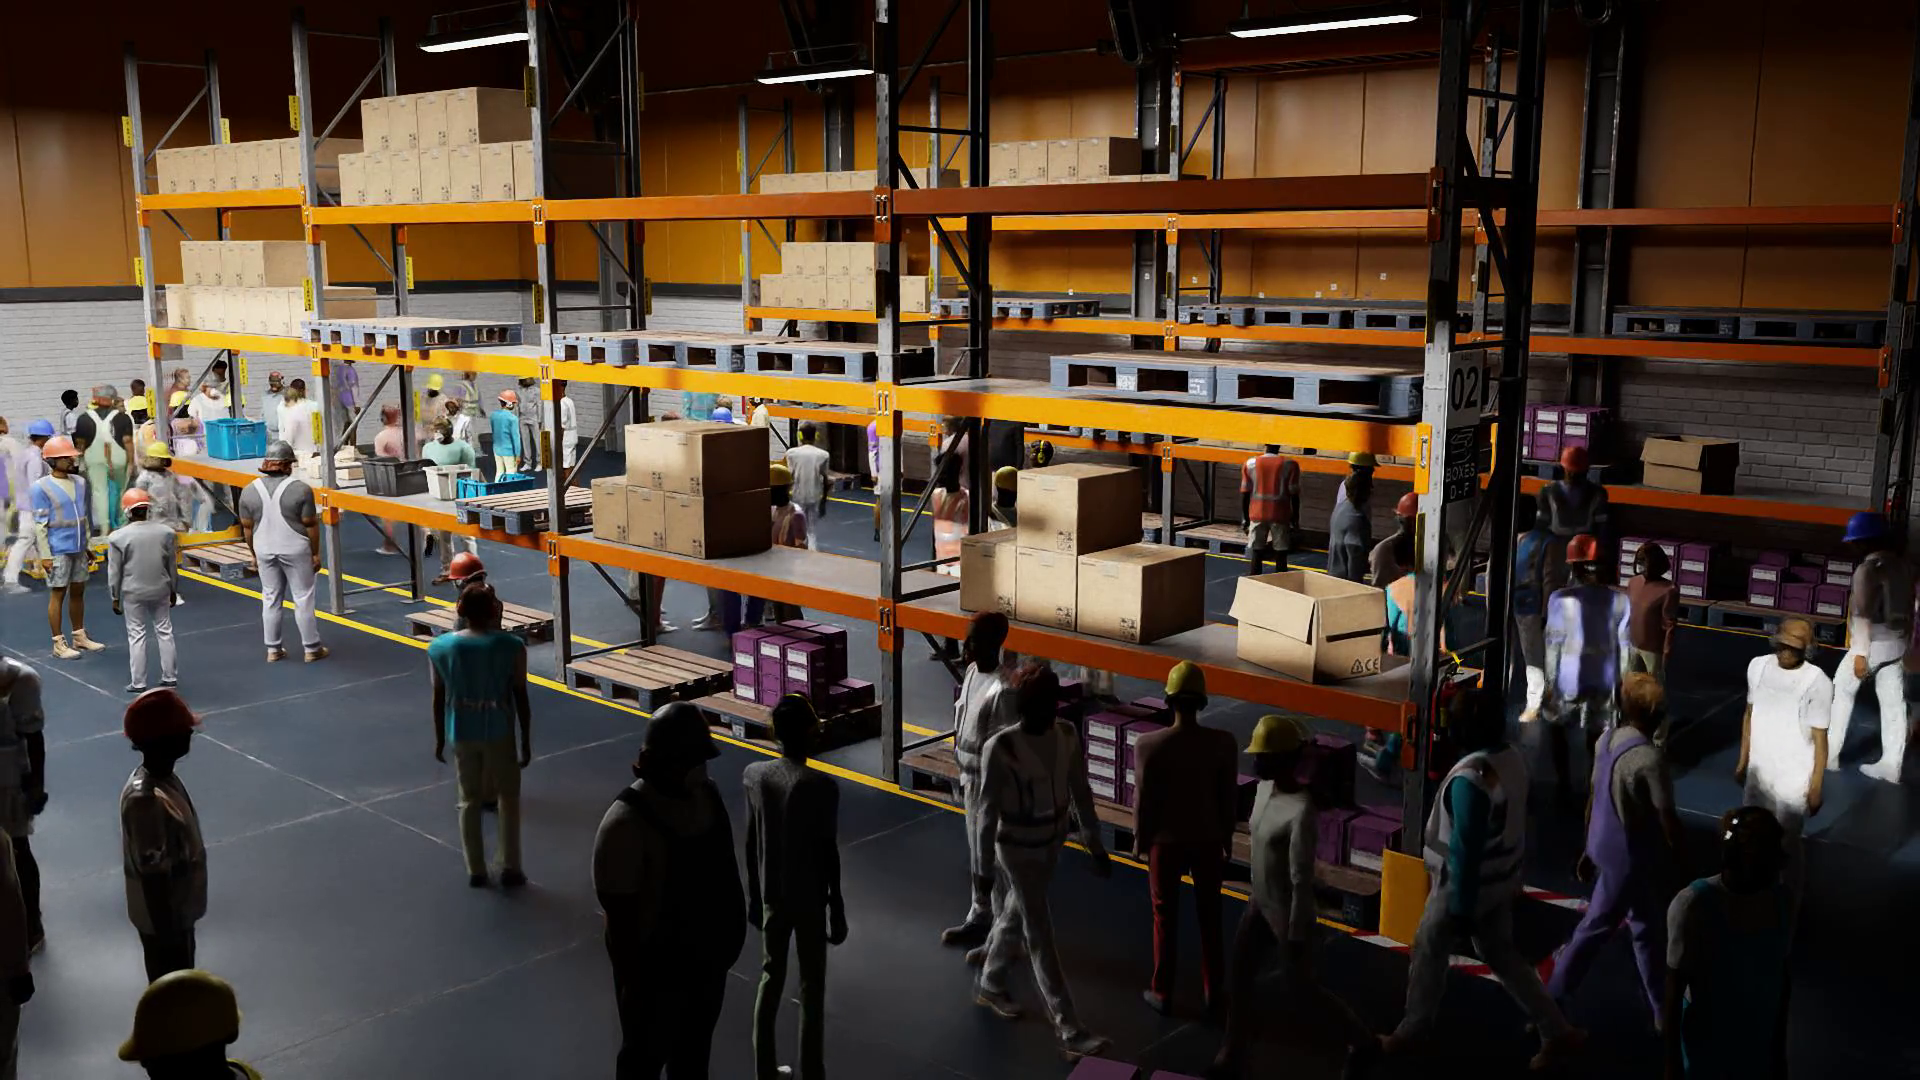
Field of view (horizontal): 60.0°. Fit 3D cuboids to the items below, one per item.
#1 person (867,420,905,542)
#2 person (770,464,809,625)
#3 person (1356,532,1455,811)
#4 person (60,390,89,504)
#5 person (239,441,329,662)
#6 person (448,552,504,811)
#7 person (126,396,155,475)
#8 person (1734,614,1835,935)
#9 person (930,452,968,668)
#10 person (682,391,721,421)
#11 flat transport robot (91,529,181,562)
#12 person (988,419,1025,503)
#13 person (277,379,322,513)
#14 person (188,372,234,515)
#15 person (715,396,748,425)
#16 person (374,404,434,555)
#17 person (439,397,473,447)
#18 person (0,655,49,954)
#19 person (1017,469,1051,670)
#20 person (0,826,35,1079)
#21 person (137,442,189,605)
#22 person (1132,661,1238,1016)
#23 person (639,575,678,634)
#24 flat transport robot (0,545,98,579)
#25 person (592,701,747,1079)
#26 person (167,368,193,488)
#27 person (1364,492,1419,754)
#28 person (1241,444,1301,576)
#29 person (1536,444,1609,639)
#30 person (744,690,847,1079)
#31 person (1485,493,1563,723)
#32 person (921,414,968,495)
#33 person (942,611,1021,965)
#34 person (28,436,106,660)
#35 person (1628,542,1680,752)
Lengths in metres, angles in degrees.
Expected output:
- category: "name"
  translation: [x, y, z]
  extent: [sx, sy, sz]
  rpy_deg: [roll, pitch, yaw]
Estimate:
- category: "person"
  translation: [-0.921, -0.912, 21.194]
  extent: [0.387, 1.924, 0.549]
  rpy_deg: [9, 14, 43]
- category: "person"
  translation: [-1.522, 0.304, 14.296]
  extent: [0.384, 1.924, 0.593]
  rpy_deg: [-6, 12, -32]
- category: "person"
  translation: [3.020, 0.866, 11.305]
  extent: [0.591, 1.861, 0.958]
  rpy_deg: [-7, 12, -36]
- category: "person"
  translation: [-12.987, -1.355, 24.342]
  extent: [0.318, 1.690, 0.531]
  rpy_deg: [-7, 12, -36]
- category: "person"
  translation: [-6.126, 0.096, 15.147]
  extent: [0.672, 2.000, 0.536]
  rpy_deg: [0, 10, 1]
- category: "person"
  translation: [-3.250, 0.945, 11.166]
  extent: [0.339, 1.748, 0.564]
  rpy_deg: [1, 10, 8]
- category: "person"
  translation: [-10.205, -0.858, 20.914]
  extent: [0.399, 1.912, 0.591]
  rpy_deg: [-5, 11, -28]
- category: "person"
  translation: [4.532, 1.269, 9.164]
  extent: [0.411, 1.815, 0.549]
  rpy_deg: [-5, 11, -25]
- category: "person"
  translation: [-0.049, 0.163, 14.998]
  extent: [0.379, 1.957, 0.619]
  rpy_deg: [-9, 13, -41]
- category: "person"
  translation: [-4.121, -1.899, 26.557]
  extent: [0.686, 2.001, 0.604]
  rpy_deg: [-7, 12, -36]
- category: "flat transport robot"
  translation: [-10.168, 0.062, 20.340]
  extent: [0.652, 0.197, 1.431]
  rpy_deg: [9, 14, 42]
- category: "person"
  translation: [0.519, -0.937, 21.118]
  extent: [0.622, 1.994, 0.381]
  rpy_deg: [6, 12, 30]
- category: "person"
  translation: [-9.291, -1.316, 23.490]
  extent: [0.588, 1.915, 0.398]
  rpy_deg: [-3, 10, -15]
- category: "person"
  translation: [-10.489, -1.379, 23.485]
  extent: [0.684, 2.000, 0.575]
  rpy_deg: [-9, 14, -42]
- category: "person"
  translation: [-2.896, -0.814, 20.579]
  extent: [0.635, 1.939, 0.359]
  rpy_deg: [-4, 11, -22]
- category: "person"
  translation: [-6.809, -0.720, 20.218]
  extent: [0.808, 1.884, 0.643]
  rpy_deg: [7, 12, 34]
- category: "person"
  translation: [-7.223, -1.227, 23.767]
  extent: [0.514, 1.639, 0.310]
  rpy_deg: [-3, 10, -15]
- category: "person"
  translation: [-5.158, 1.258, 8.842]
  extent: [0.609, 1.953, 0.394]
  rpy_deg: [1, 10, 7]
- category: "person"
  translation: [0.632, 0.311, 14.395]
  extent: [0.358, 1.880, 0.575]
  rpy_deg: [4, 11, 19]
- category: "person"
  translation: [-3.988, 1.694, 6.676]
  extent: [0.621, 1.845, 0.429]
  rpy_deg: [2, 10, 13]
- category: "person"
  translation: [-8.412, -0.180, 17.589]
  extent: [0.473, 1.735, 0.506]
  rpy_deg: [4, 11, 21]
- category: "person"
  translation: [1.098, 1.464, 8.186]
  extent: [0.526, 1.769, 0.329]
  rpy_deg: [-1, 10, -4]
- category: "person"
  translation: [-2.999, -0.028, 16.235]
  extent: [0.399, 1.906, 0.603]
  rpy_deg: [-6, 12, -31]
- category: "flat transport robot"
  translation: [-10.684, 0.225, 19.422]
  extent: [1.431, 0.197, 0.652]
  rpy_deg: [9, 14, 42]
- category: "person"
  translation: [-1.102, 1.610, 6.589]
  extent: [0.536, 2.000, 0.684]
  rpy_deg: [5, 11, 27]
- category: "person"
  translation: [-12.023, -1.721, 25.852]
  extent: [0.445, 1.887, 0.668]
  rpy_deg: [-1, 10, -7]
- category: "person"
  translation: [3.310, 0.620, 12.355]
  extent: [0.619, 1.986, 0.410]
  rpy_deg: [-5, 11, -28]
- category: "person"
  translation: [3.224, -0.239, 17.255]
  extent: [0.614, 1.962, 0.366]
  rpy_deg: [4, 11, 20]
- category: "person"
  translation: [5.557, 0.110, 15.143]
  extent: [0.645, 2.015, 0.660]
  rpy_deg: [4, 11, 20]
- category: "person"
  translation: [-0.722, 1.579, 7.290]
  extent: [0.506, 1.861, 0.328]
  rpy_deg: [6, 11, 29]
- category: "person"
  translation: [4.466, 0.531, 13.294]
  extent: [0.431, 1.835, 0.623]
  rpy_deg: [-8, 13, -39]
- category: "person"
  translation: [-0.137, -0.550, 19.175]
  extent: [0.537, 1.906, 0.660]
  rpy_deg: [4, 11, 19]
- category: "person"
  translation: [0.136, 1.294, 8.821]
  extent: [0.356, 1.884, 0.574]
  rpy_deg: [-4, 11, -23]
- category: "person"
  translation: [-8.205, 0.067, 15.297]
  extent: [0.368, 2.048, 0.607]
  rpy_deg: [2, 10, 14]
- category: "person"
  translation: [5.064, 0.819, 12.240]
  extent: [0.279, 1.626, 0.505]
  rpy_deg: [-3, 11, -17]
